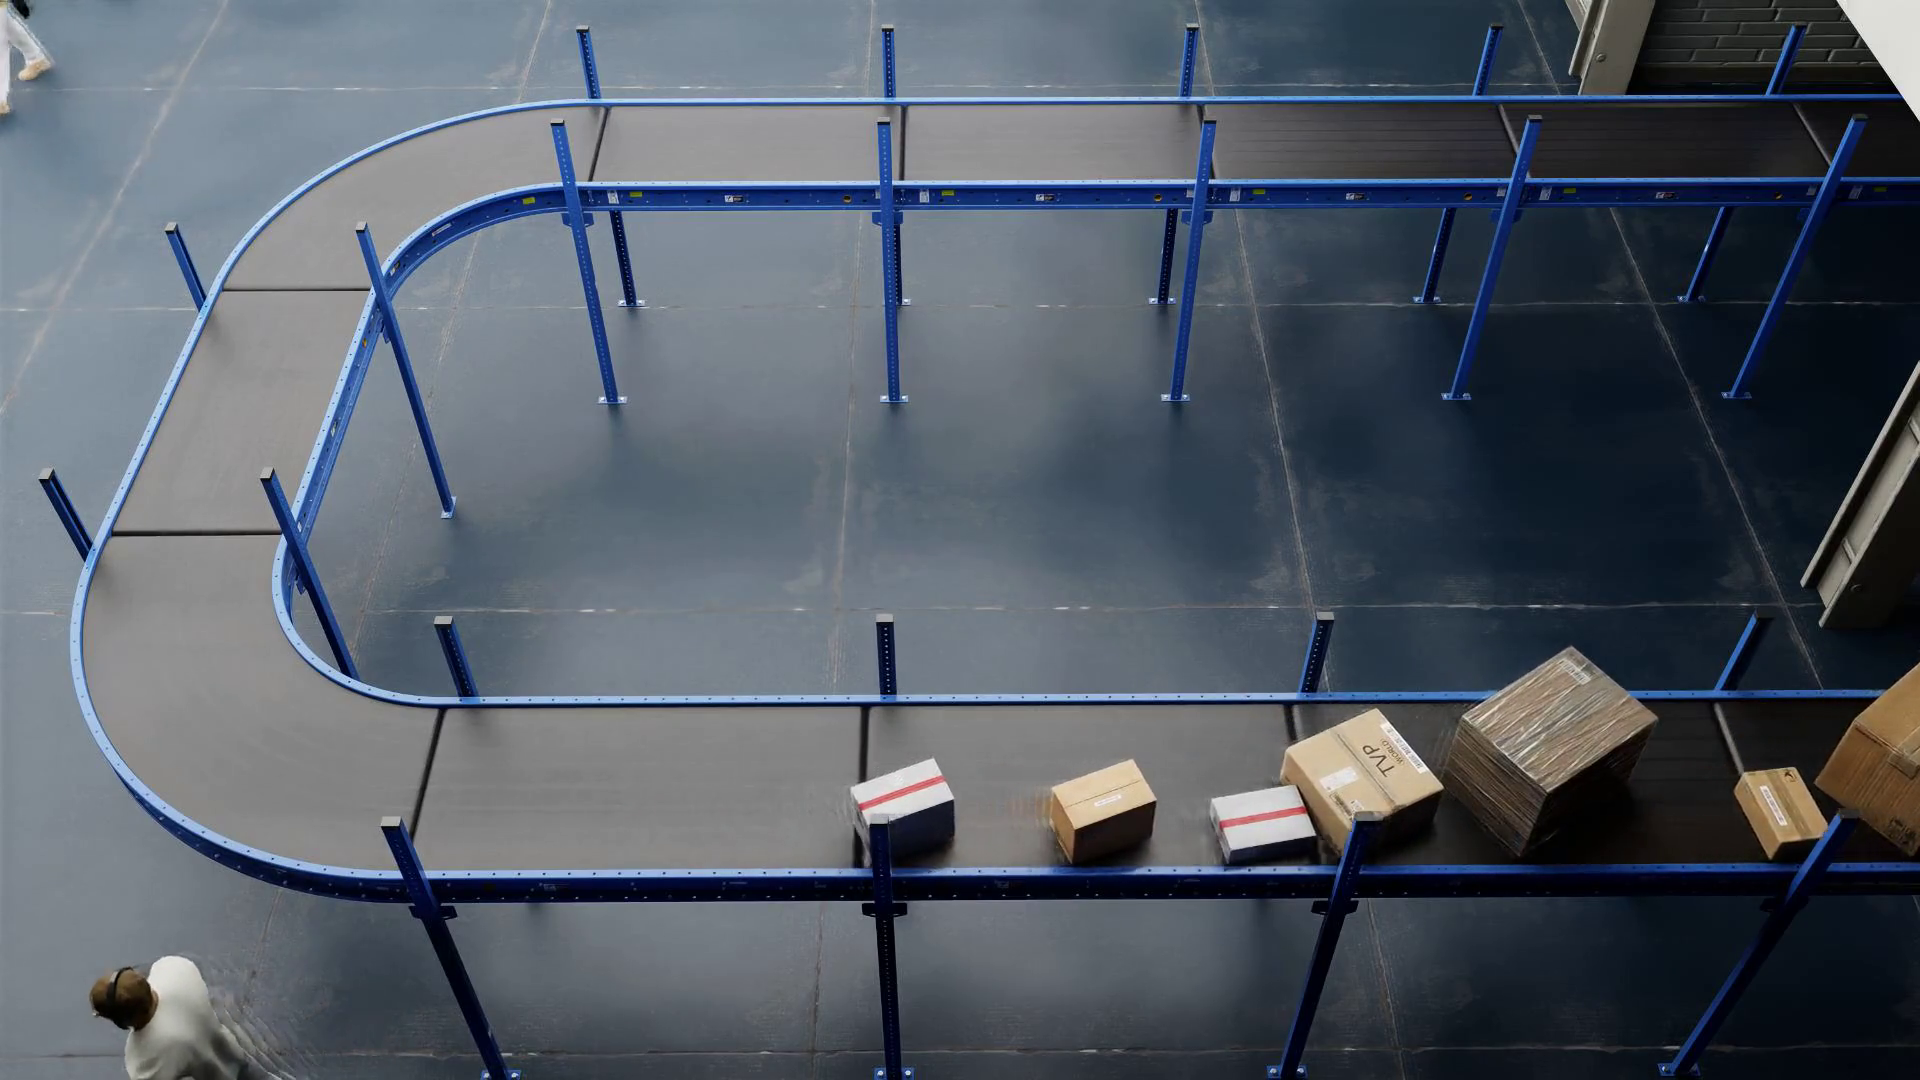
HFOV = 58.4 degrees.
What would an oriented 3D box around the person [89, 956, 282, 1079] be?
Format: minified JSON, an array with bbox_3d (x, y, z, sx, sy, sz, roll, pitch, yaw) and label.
[{"bbox_3d":[-3.377,2.418,7.740,1.043,1.893,0.630,1,47,1],"label":"person"}]

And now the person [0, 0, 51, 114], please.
[{"bbox_3d":[-8.142,-4.459,14.221,0.704,1.778,0.980,17,49,16],"label":"person"}]
